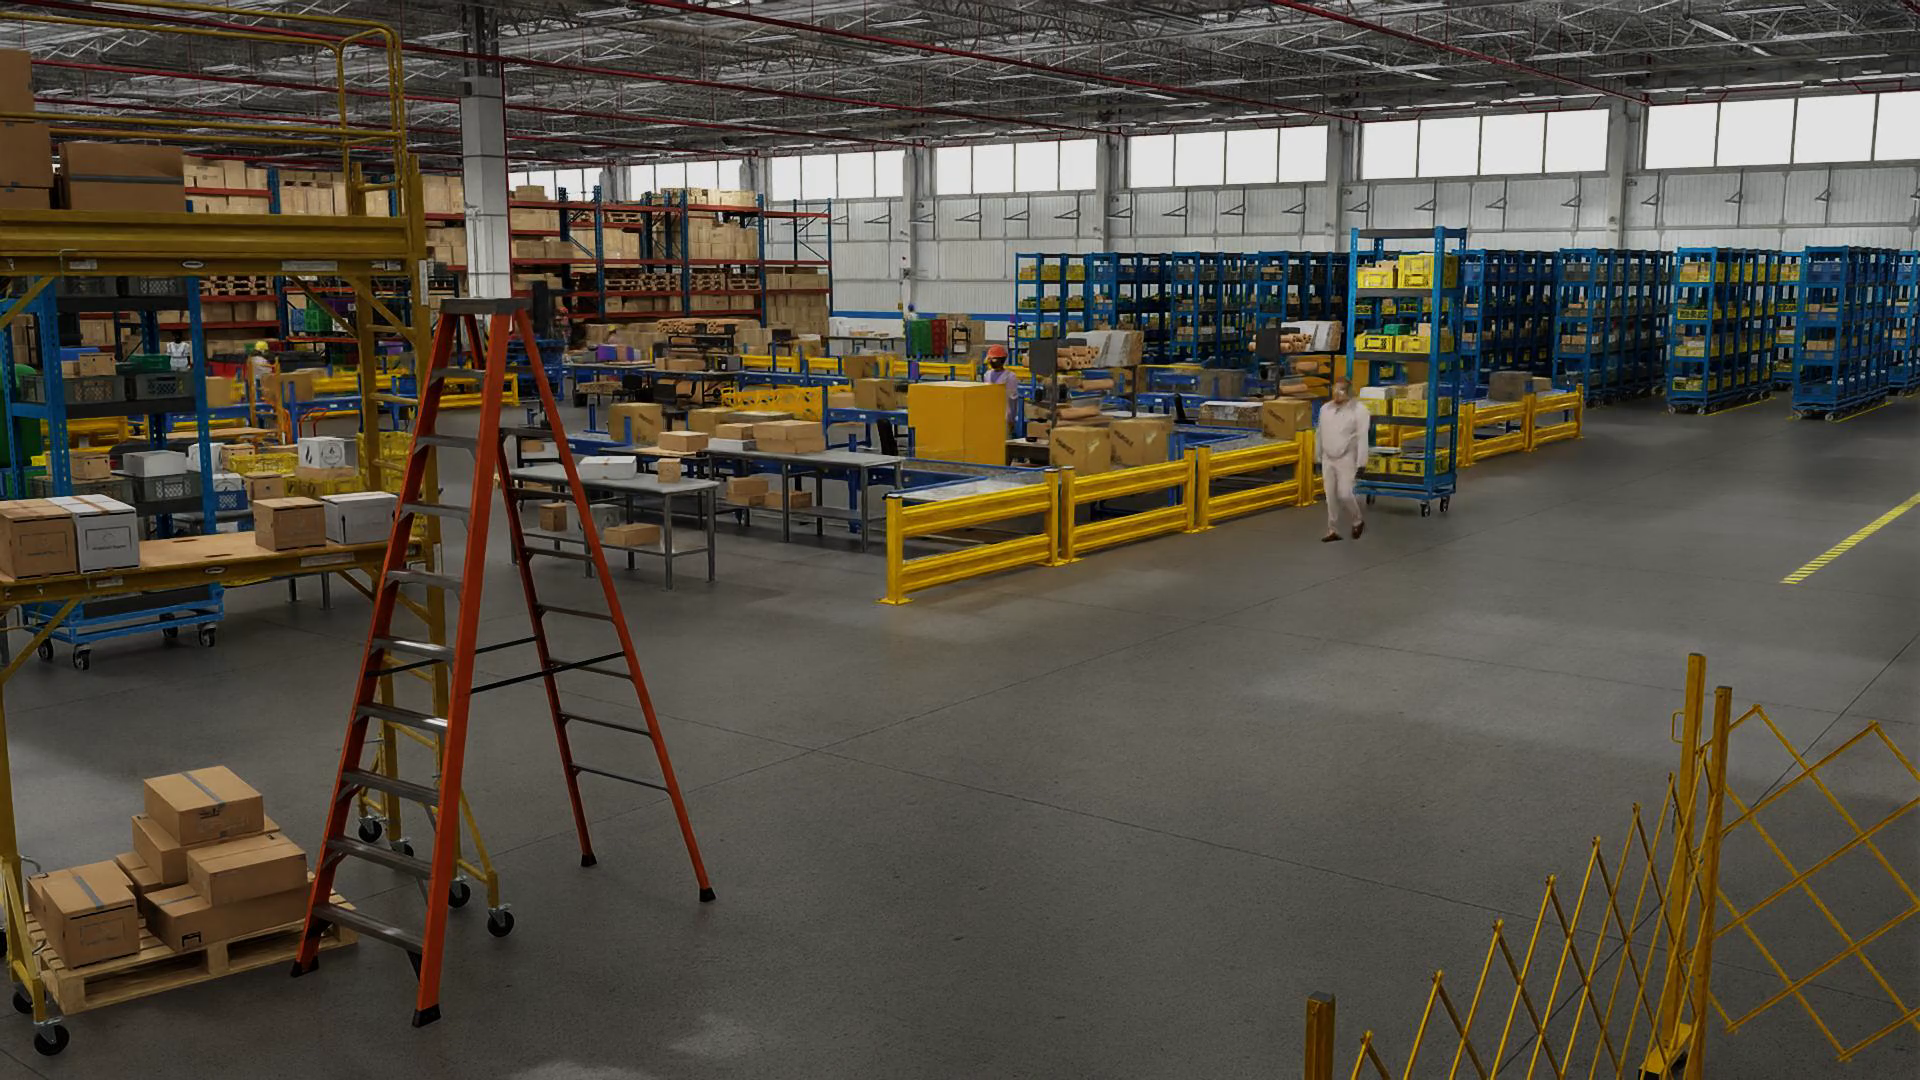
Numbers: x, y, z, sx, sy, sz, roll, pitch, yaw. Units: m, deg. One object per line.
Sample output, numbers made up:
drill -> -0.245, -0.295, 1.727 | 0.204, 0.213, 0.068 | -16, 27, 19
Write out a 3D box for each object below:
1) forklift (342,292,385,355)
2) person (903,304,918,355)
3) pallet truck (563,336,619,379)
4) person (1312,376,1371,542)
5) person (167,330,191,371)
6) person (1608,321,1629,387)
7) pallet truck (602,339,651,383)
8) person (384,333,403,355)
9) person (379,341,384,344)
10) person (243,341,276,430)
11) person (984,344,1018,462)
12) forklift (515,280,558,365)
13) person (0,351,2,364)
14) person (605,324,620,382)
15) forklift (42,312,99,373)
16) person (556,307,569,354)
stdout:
forklift -> -16.485, -5.622, 45.120 | 1.129, 2.768, 1.873 | 7, 11, 37
person -> -1.785, -7.837, 61.961 | 0.873, 1.921, 0.608 | 8, 12, 41
pallet truck -> -10.690, -5.294, 48.215 | 1.601, 1.201, 0.680 | -5, 10, -26
person -> 4.290, -0.905, 18.774 | 0.438, 1.891, 0.643 | -8, 12, -40
person -> -18.597, -4.148, 39.607 | 0.532, 1.696, 0.319 | -2, 9, -13
person -> 17.712, -5.017, 44.697 | 0.855, 1.807, 0.574 | 5, 10, 29
pallet truck -> -8.991, -4.871, 45.351 | 0.653, 1.274, 1.630 | 7, 11, 37
person -> -14.385, -4.709, 42.355 | 0.379, 1.938, 0.547 | 7, 11, 36
person -> -17.688, -5.902, 50.365 | 0.517, 1.757, 0.337 | -7, 12, -39
person -> -12.990, -2.788, 30.808 | 0.603, 1.807, 0.821 | 8, 12, 42
person -> 0.539, -1.735, 23.463 | 0.609, 2.044, 0.395 | 9, 13, 44
forklift -> -13.562, -7.008, 53.771 | 1.873, 2.768, 1.129 | -5, 10, -27
person -> -24.445, -4.508, 42.107 | 0.780, 1.600, 0.530 | 8, 12, 40
person -> -8.766, -4.563, 42.010 | 0.347, 1.755, 0.538 | 4, 10, 25
forklift -> -23.779, -5.451, 44.052 | 1.873, 2.768, 1.129 | 7, 11, 36
person -> -13.476, -6.849, 55.859 | 0.730, 1.949, 0.729 | -8, 12, -40
